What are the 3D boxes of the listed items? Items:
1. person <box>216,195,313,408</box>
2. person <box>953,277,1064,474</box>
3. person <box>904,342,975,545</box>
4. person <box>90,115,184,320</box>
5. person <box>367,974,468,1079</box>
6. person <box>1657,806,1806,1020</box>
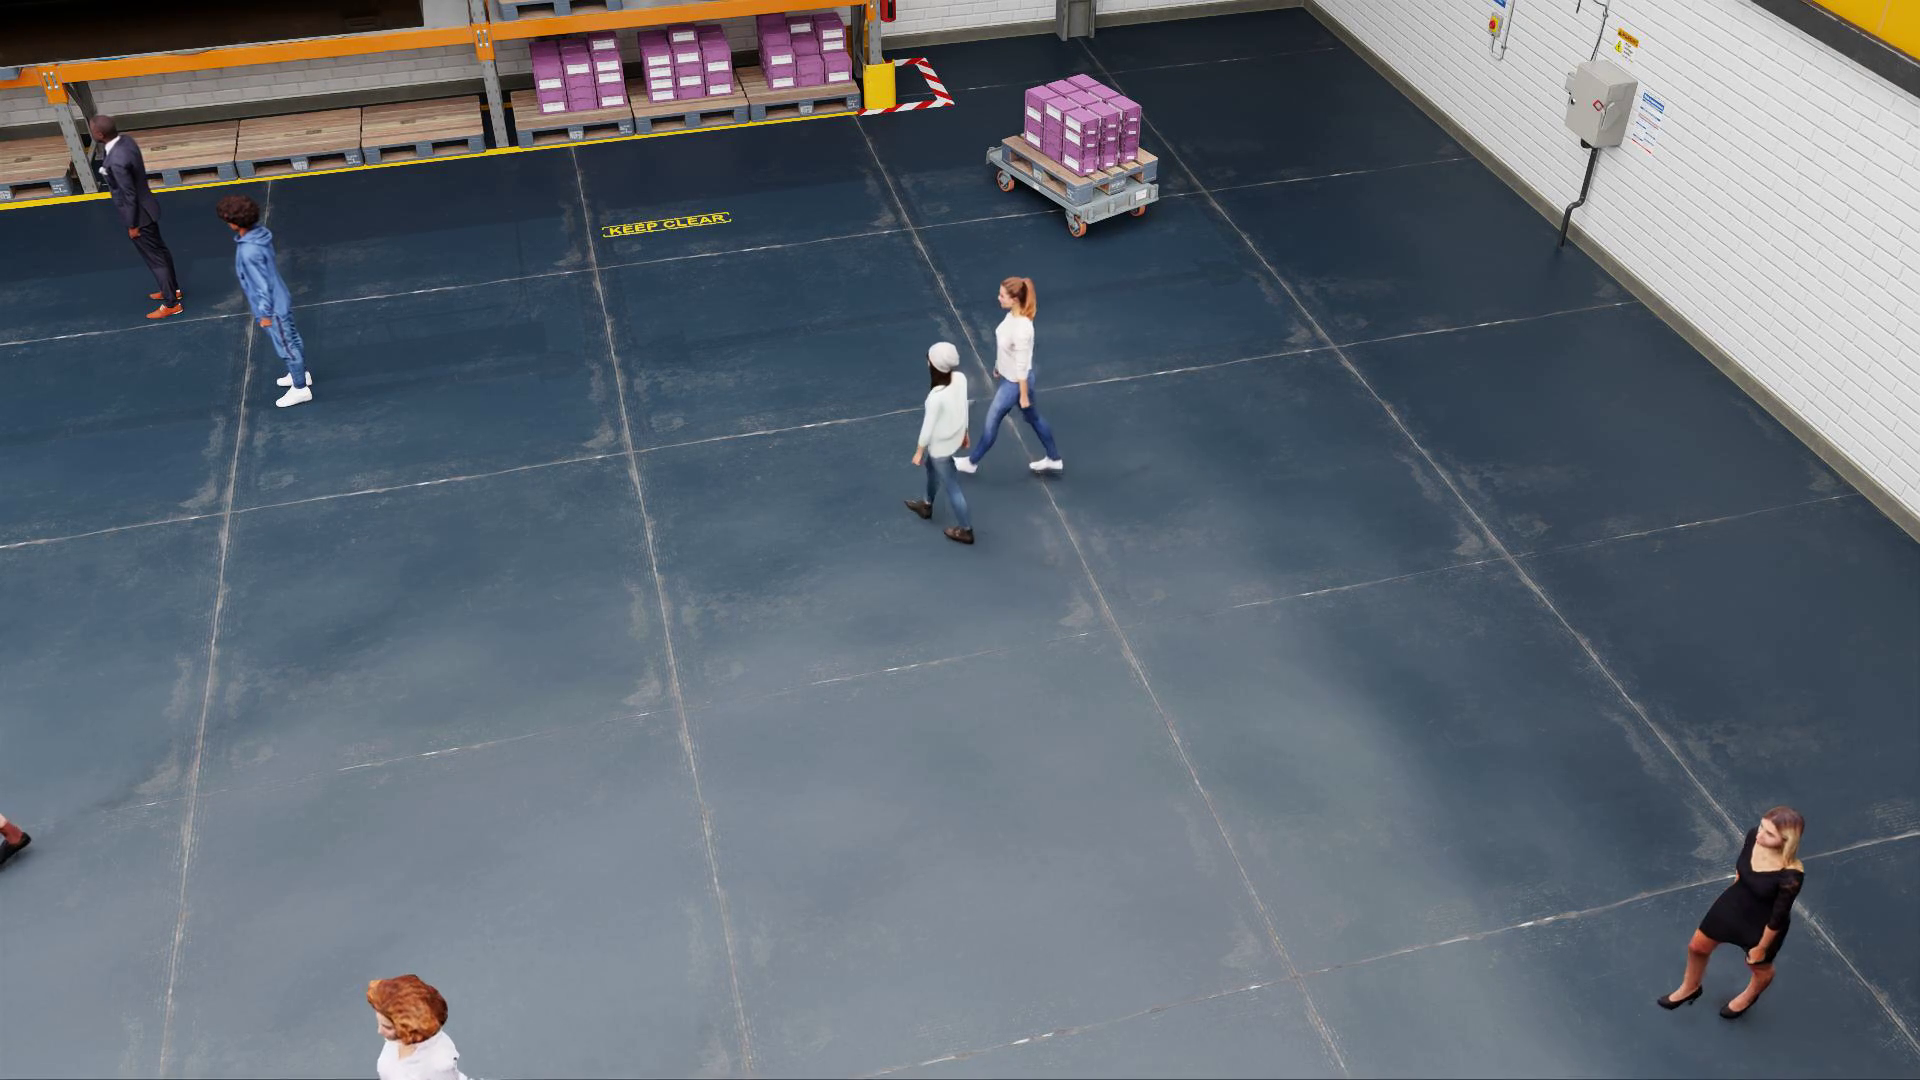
[{"bbox_3d":[-5.453,-1.908,13.138,0.556,1.803,0.667,-8,39,-10],"label":"person"},{"bbox_3d":[0.504,-1.160,12.307,1.201,1.670,0.858,1,39,2],"label":"person"},{"bbox_3d":[-0.029,-0.650,11.706,0.971,1.624,0.916,20,43,23],"label":"person"},{"bbox_3d":[-7.020,-2.788,14.223,0.590,1.824,0.678,-8,39,-10],"label":"person"},{"bbox_3d":[-2.306,2.546,7.658,1.113,1.681,0.944,-30,47,-32],"label":"person"},{"bbox_3d":[4.082,1.931,8.461,0.725,1.640,0.561,-11,40,-14],"label":"person"}]
